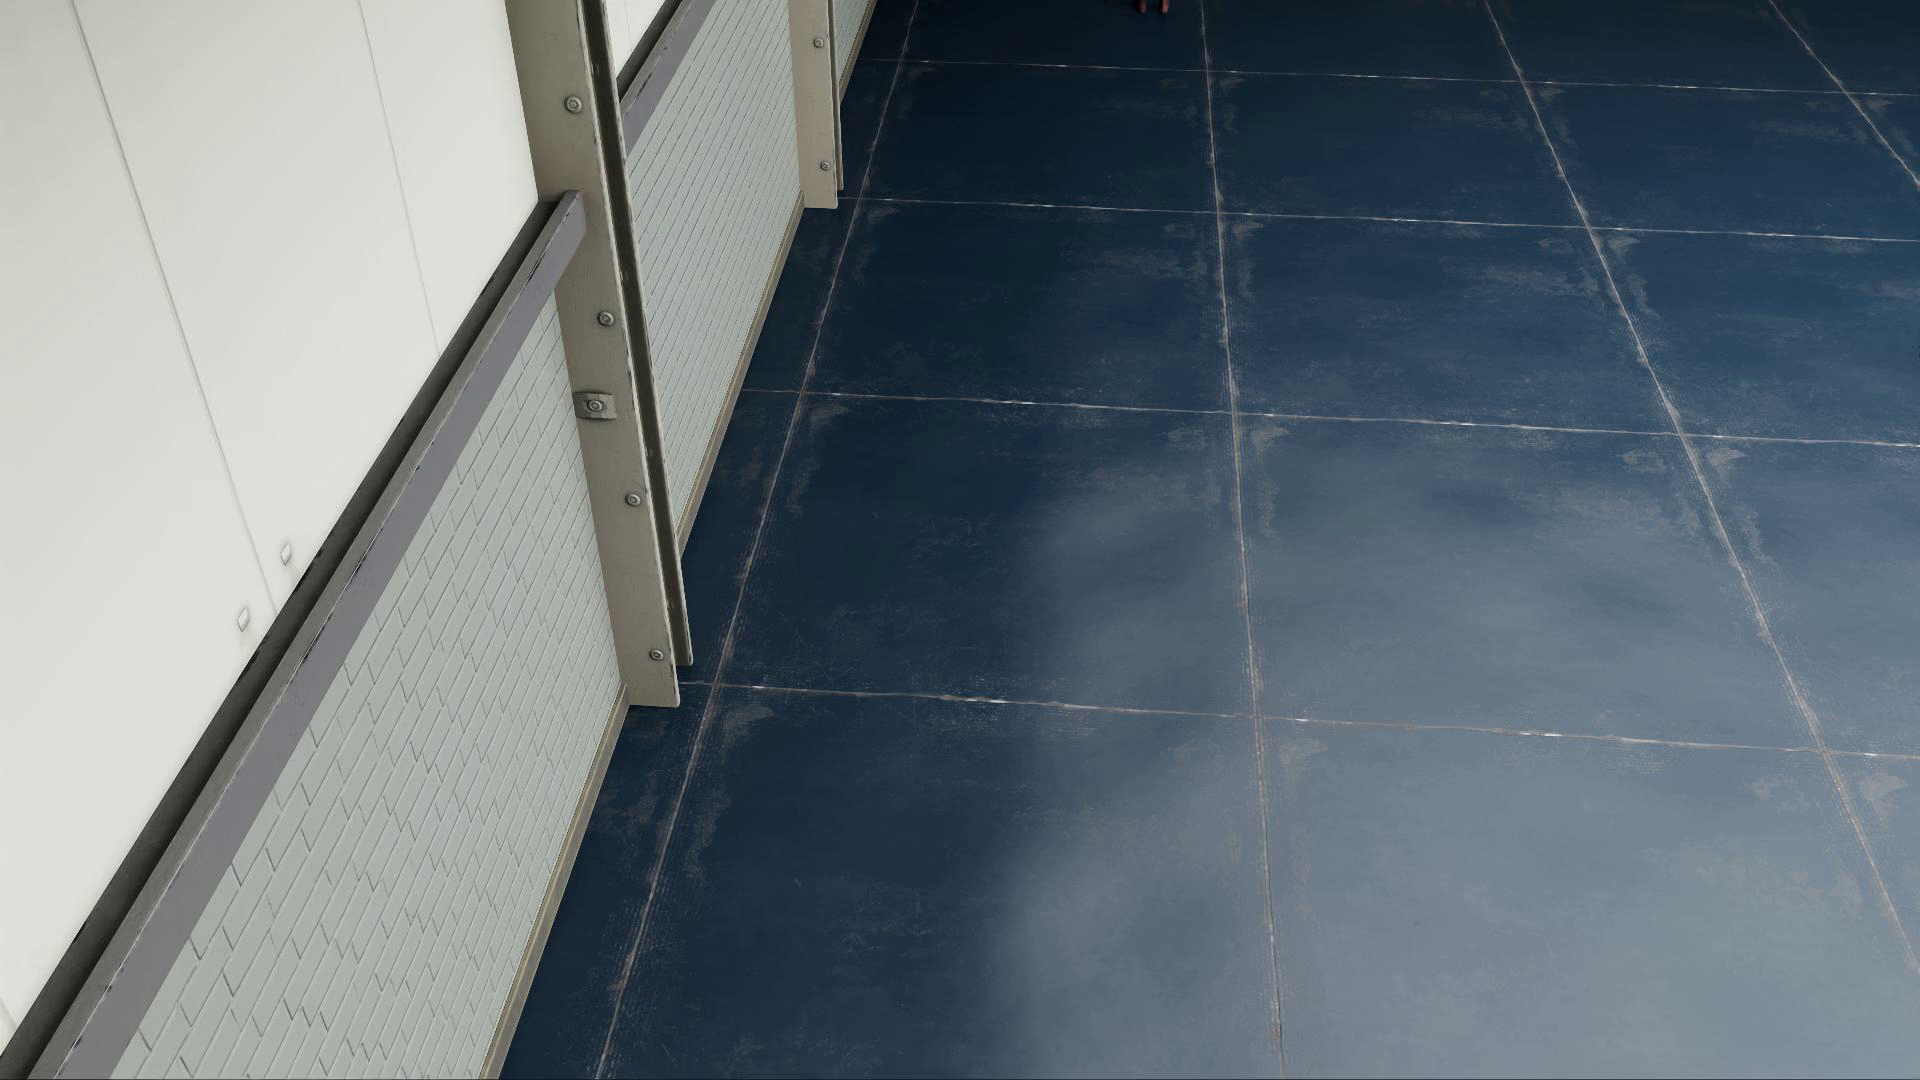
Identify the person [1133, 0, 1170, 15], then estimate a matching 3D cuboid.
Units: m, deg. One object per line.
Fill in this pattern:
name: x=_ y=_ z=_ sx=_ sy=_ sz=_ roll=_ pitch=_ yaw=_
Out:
person: x=2.003 y=-6.284 z=16.861 sx=0.701 sy=1.831 sz=0.577 roll=1 pitch=38 yaw=1
